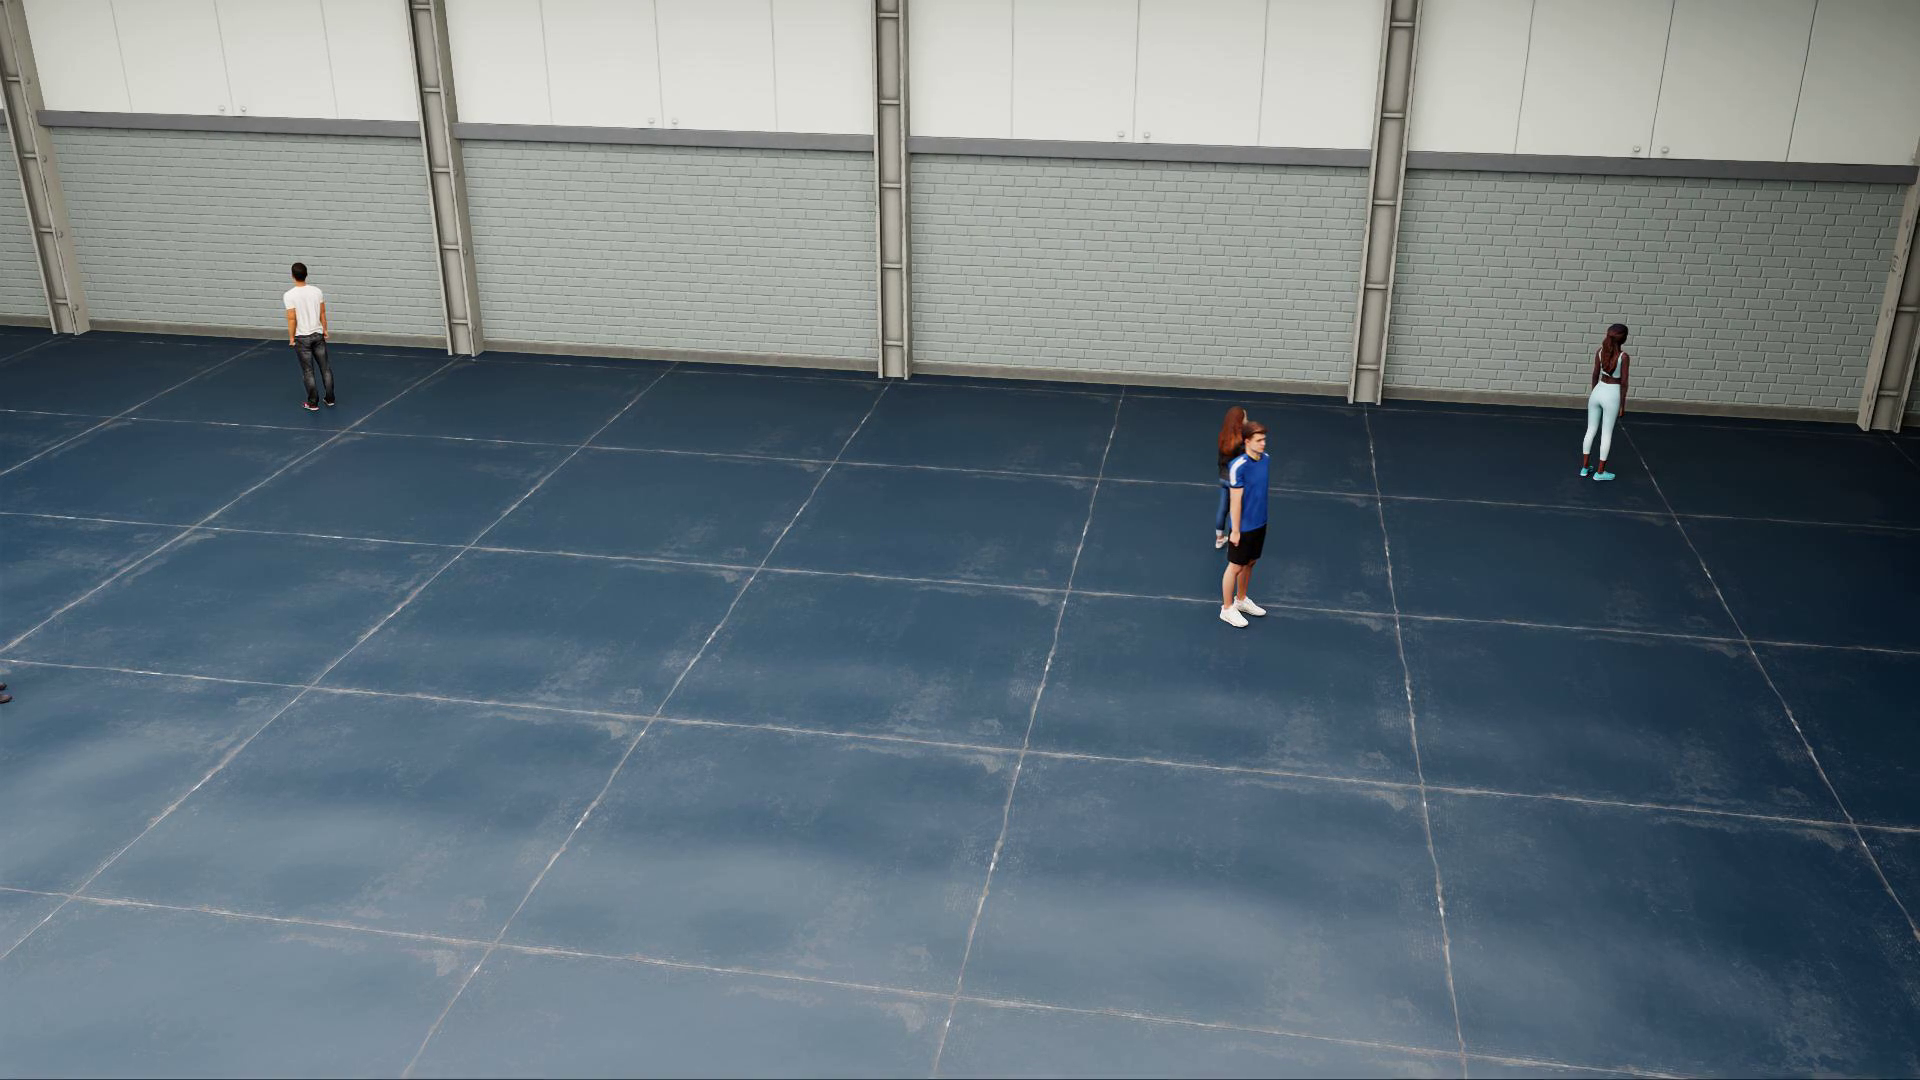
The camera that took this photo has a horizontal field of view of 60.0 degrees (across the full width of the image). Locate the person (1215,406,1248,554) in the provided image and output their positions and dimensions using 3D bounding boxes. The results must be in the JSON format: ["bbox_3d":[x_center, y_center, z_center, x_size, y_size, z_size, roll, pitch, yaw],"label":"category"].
[{"bbox_3d":[2.657,-0.597,16.215,0.689,1.483,0.640,-13,26,-28],"label":"person"}]

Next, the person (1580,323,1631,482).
[{"bbox_3d":[7.014,-1.511,18.058,0.705,1.724,0.644,-16,28,-33],"label":"person"}]

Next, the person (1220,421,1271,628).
[{"bbox_3d":[2.544,-0.172,14.728,0.767,1.866,0.758,20,30,38],"label":"person"}]

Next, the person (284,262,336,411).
[{"bbox_3d":[-7.930,-2.493,20.264,0.728,1.804,0.718,21,30,39],"label":"person"}]
